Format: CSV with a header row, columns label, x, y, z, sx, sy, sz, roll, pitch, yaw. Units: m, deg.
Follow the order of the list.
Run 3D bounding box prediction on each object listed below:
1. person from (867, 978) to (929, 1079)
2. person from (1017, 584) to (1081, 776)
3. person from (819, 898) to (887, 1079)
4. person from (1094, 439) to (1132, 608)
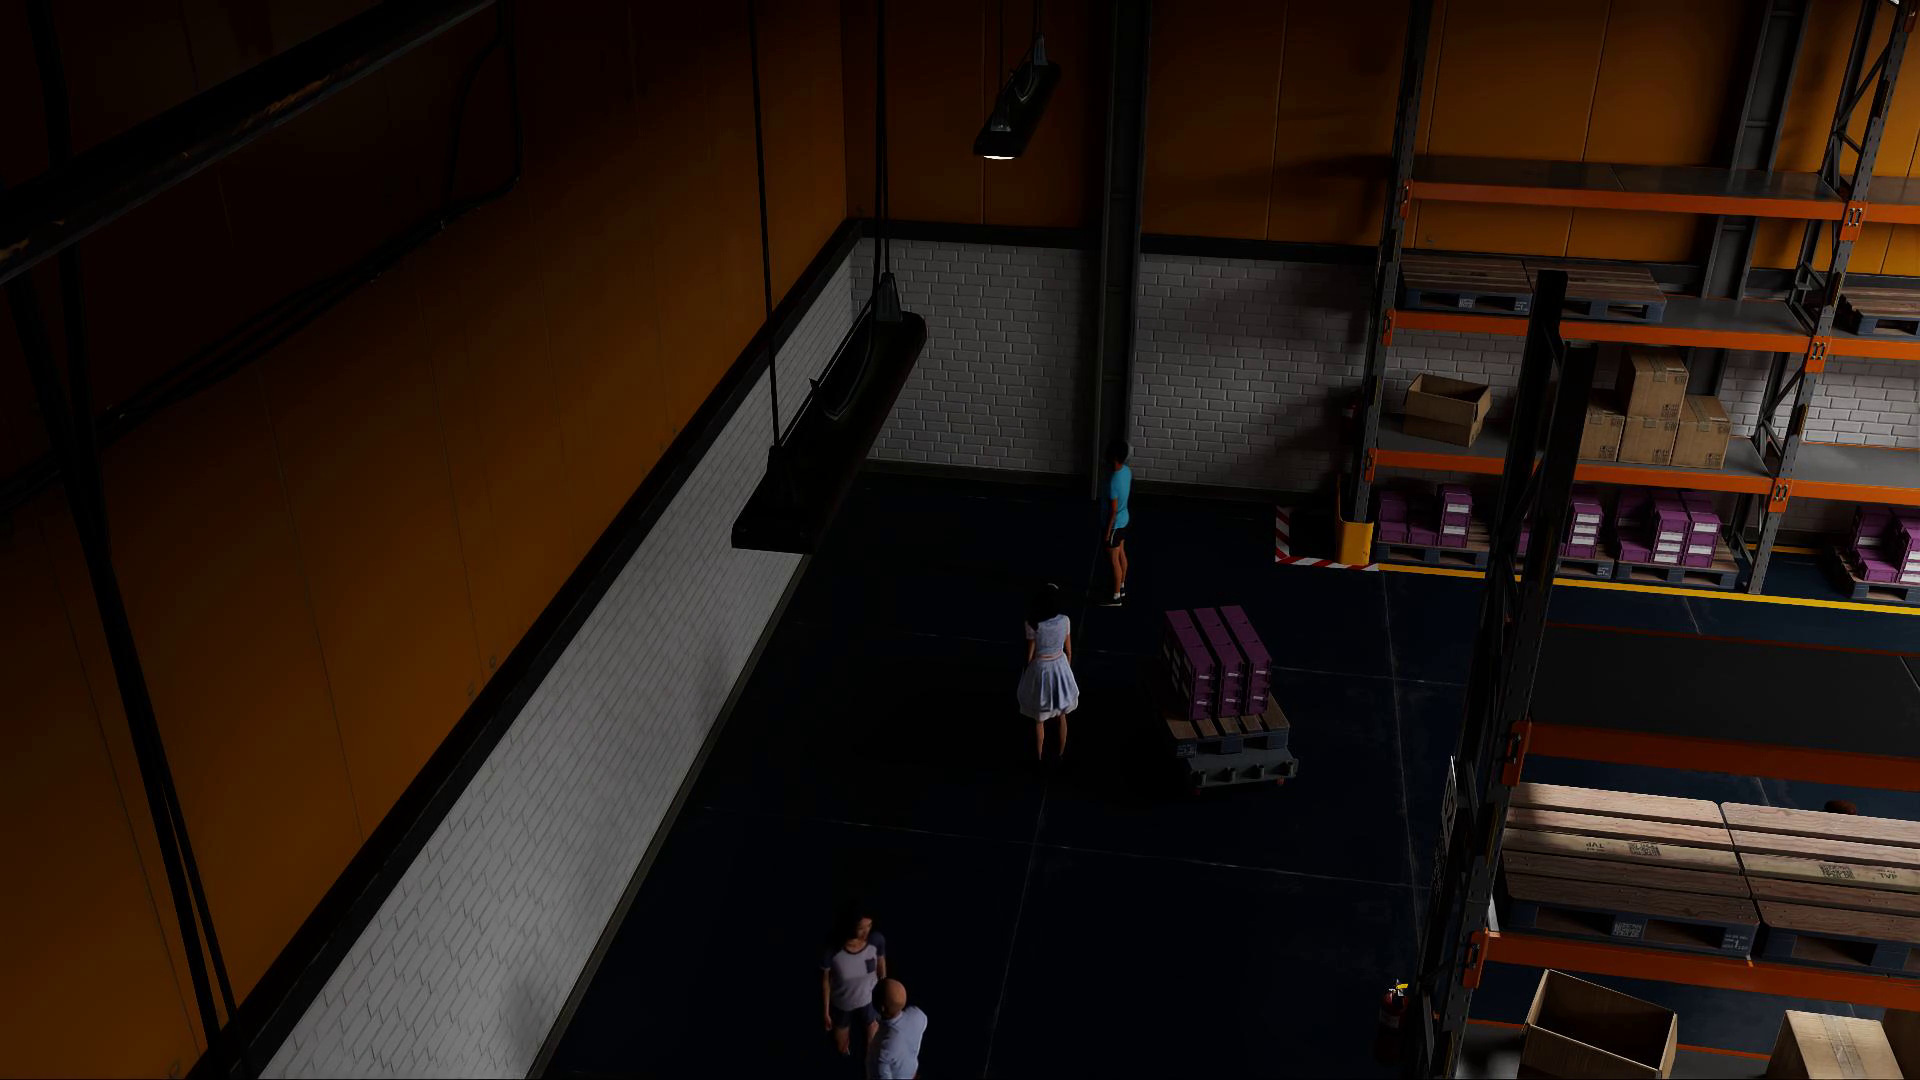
label,x,y,z,sx,sy,sz,roll,pitch,yaw
person,-0.382,3.345,10.003,0.678,1.791,0.707,14,32,24
person,0.736,1.171,13.960,0.777,1.819,0.862,-5,29,-9
person,-0.706,2.954,10.832,0.955,1.684,0.914,-8,30,-14
person,1.541,-0.175,16.474,0.560,1.773,0.652,10,30,17
